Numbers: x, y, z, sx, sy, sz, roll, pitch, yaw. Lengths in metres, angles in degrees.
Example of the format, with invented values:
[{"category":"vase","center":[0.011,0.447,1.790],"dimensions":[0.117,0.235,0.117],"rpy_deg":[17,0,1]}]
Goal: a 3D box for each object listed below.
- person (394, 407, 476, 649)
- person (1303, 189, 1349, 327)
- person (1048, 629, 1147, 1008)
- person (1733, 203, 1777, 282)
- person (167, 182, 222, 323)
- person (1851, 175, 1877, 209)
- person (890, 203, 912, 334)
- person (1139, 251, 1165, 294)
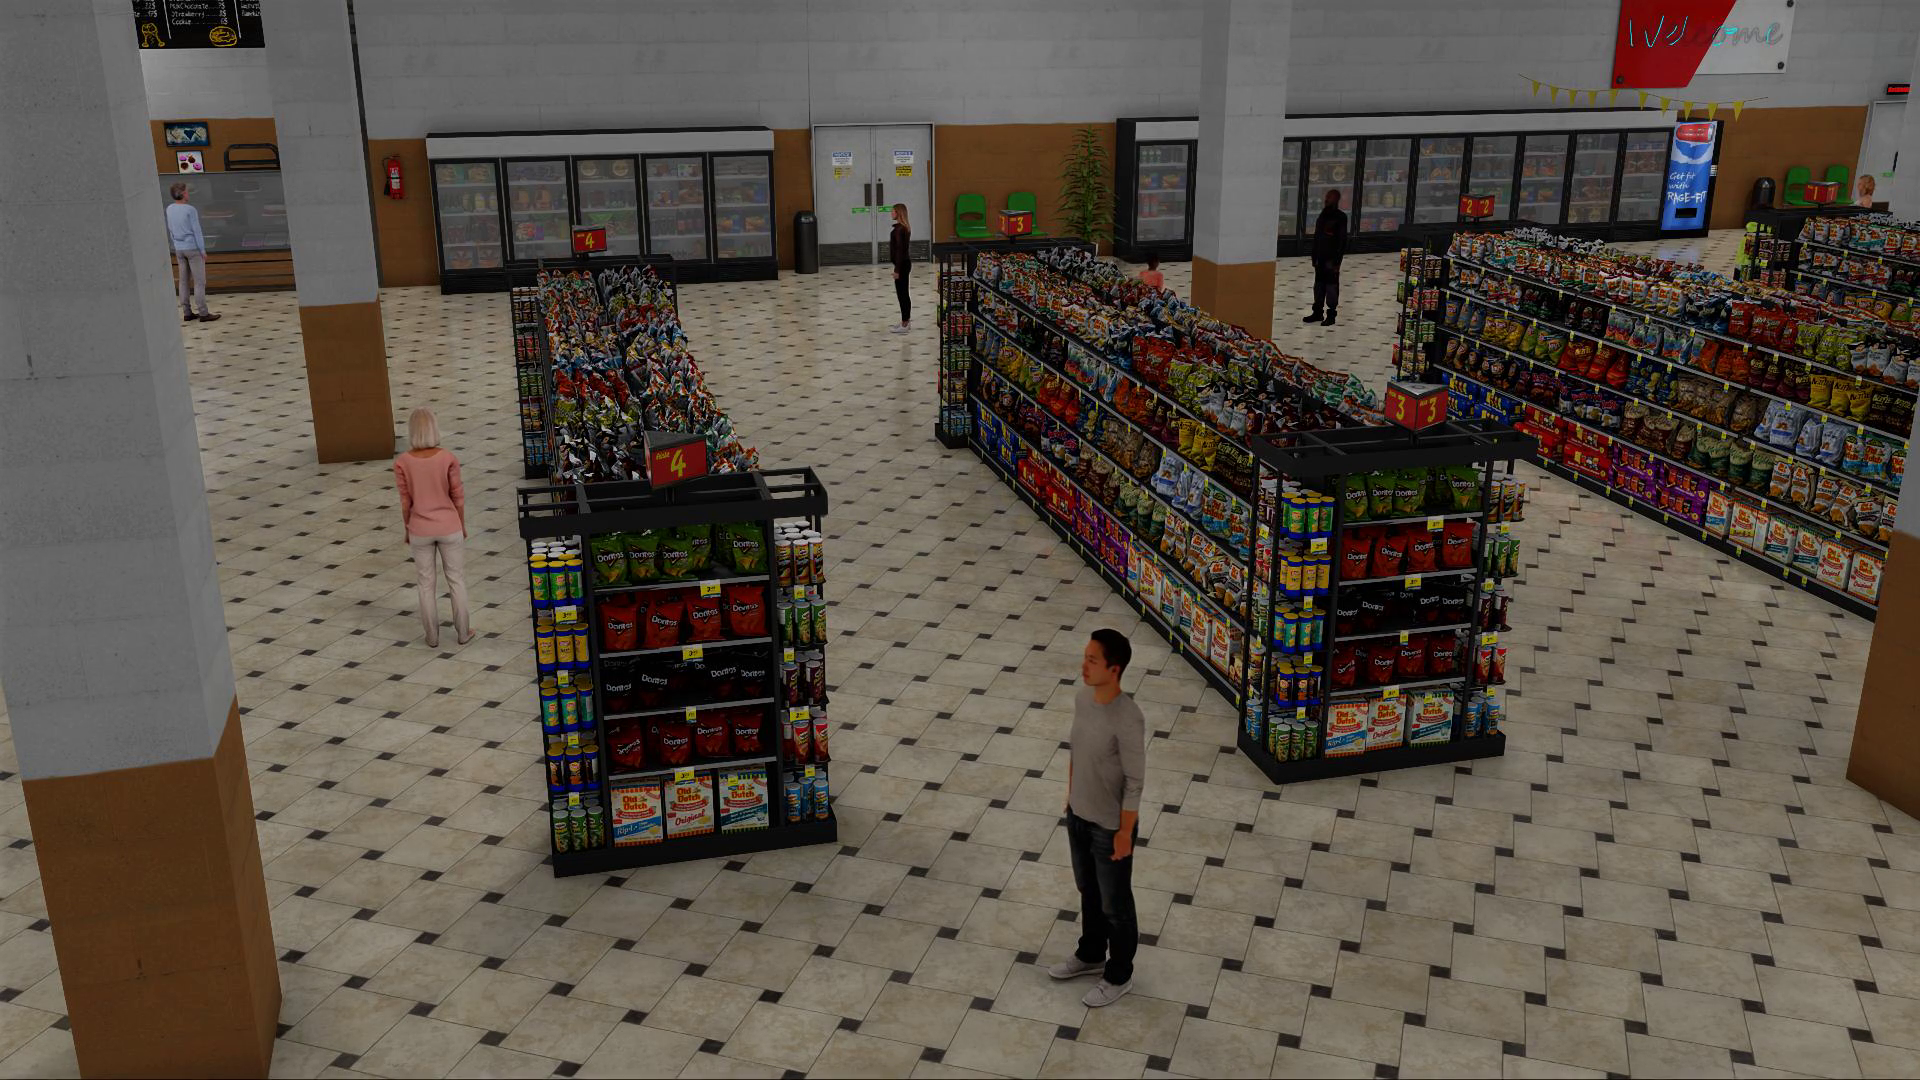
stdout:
[{"category":"person","center":[-3.679,-0.092,11.645],"dimensions":[0.597,1.725,0.511],"rpy_deg":[-4,19,-13]},{"category":"person","center":[5.035,-3.871,22.697],"dimensions":[0.832,1.825,0.670],"rpy_deg":[-12,22,-32]},{"category":"person","center":[0.664,1.242,7.553],"dimensions":[0.754,1.811,0.571],"rpy_deg":[-10,21,-27]},{"category":"person","center":[9.542,-3.070,20.074],"dimensions":[0.904,1.982,0.705],"rpy_deg":[1,19,2]},{"category":"person","center":[-10.600,-3.960,22.852],"dimensions":[0.751,1.894,0.772],"rpy_deg":[6,20,18]},{"category":"person","center":[13.943,-4.765,25.616],"dimensions":[0.951,1.653,1.005],"rpy_deg":[5,19,14]},{"category":"person","center":[-0.775,-3.626,22.157],"dimensions":[0.730,1.704,0.580],"rpy_deg":[3,19,9]},{"category":"person","center":[2.341,-2.938,20.748],"dimensions":[0.576,1.302,0.649],"rpy_deg":[14,23,35]}]
